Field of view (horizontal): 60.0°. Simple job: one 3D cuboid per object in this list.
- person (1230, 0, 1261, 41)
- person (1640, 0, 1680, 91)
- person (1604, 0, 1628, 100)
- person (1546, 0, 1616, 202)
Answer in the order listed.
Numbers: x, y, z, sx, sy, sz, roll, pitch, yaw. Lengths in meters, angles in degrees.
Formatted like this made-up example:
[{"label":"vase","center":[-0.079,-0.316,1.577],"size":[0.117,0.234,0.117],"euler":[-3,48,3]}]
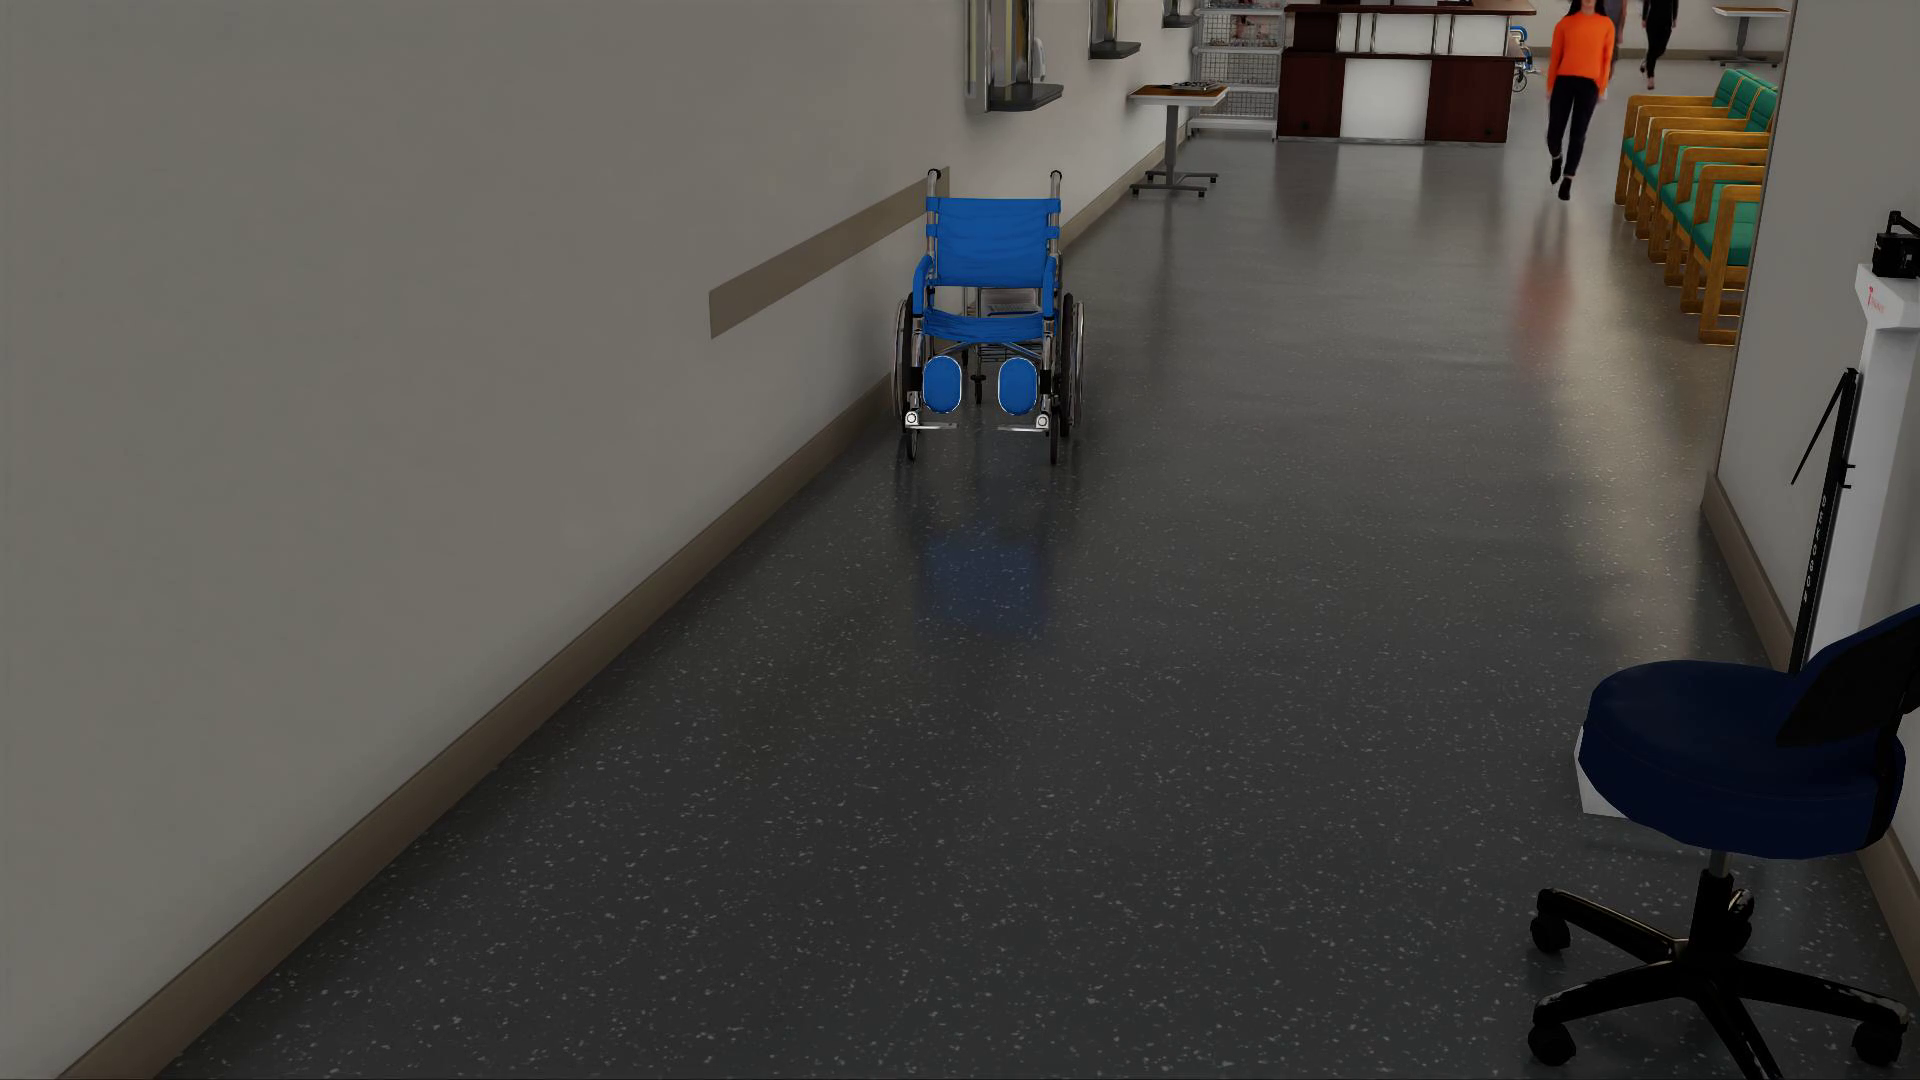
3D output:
[{"label":"person","center":[5.180,-9.841,30.103],"size":[0.944,1.539,0.828],"euler":[-7,22,-18]},{"label":"person","center":[9.142,-6.773,21.787],"size":[0.932,1.692,0.718],"euler":[3,21,8]},{"label":"person","center":[7.955,-6.259,20.495],"size":[1.050,1.823,0.755],"euler":[8,22,20]},{"label":"person","center":[4.991,-3.656,13.496],"size":[0.696,1.735,0.674],"euler":[5,21,14]}]
